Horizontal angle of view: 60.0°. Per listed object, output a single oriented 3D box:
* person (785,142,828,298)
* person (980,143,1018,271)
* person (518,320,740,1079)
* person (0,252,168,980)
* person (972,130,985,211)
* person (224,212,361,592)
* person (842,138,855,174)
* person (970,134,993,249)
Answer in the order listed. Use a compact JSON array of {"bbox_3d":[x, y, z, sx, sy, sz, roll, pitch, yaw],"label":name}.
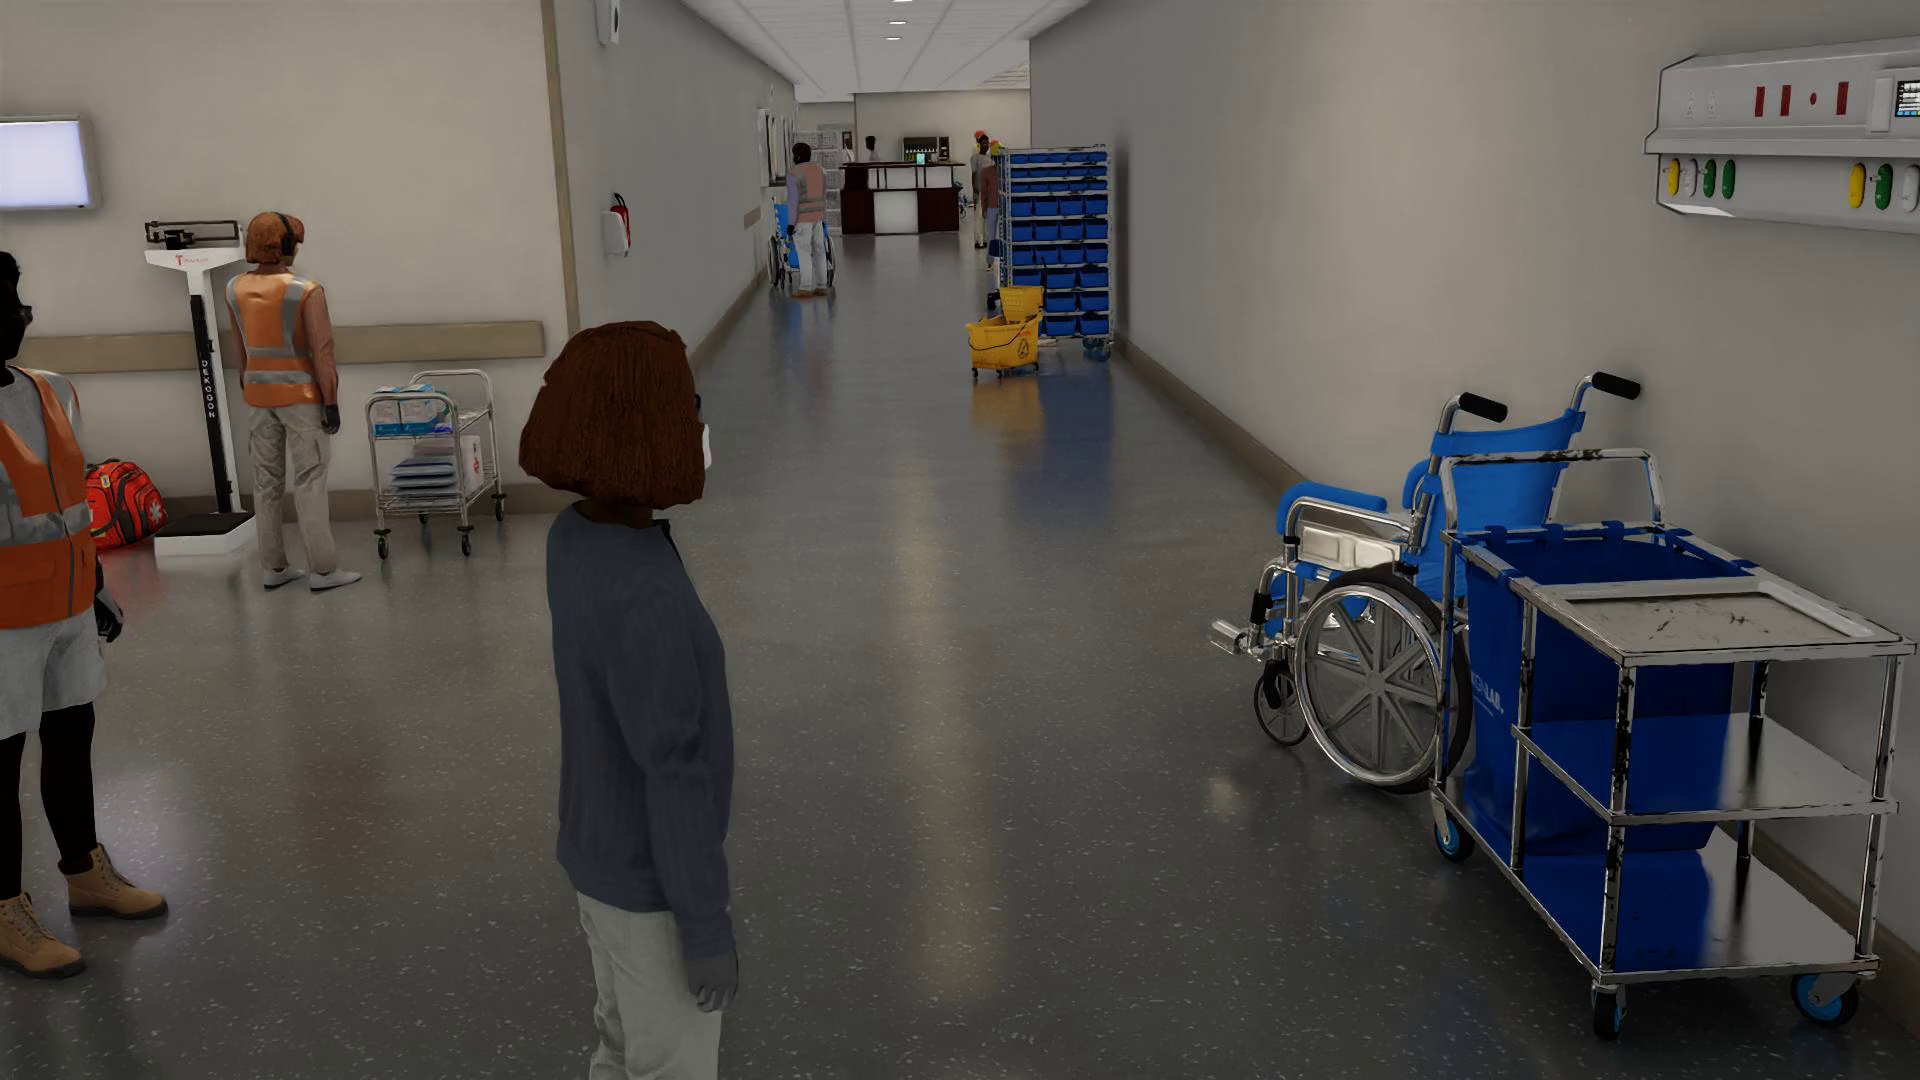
[{"bbox_3d":[-1.855,-3.833,19.975,0.430,1.843,0.625,10,18,39],"label":"person"},{"bbox_3d":[0.544,-4.595,23.004,0.522,1.758,0.349,0,14,7],"label":"person"},{"bbox_3d":[-0.441,0.497,2.444,0.285,1.633,0.497,-8,15,-24],"label":"person"},{"bbox_3d":[-2.190,0.164,3.889,0.318,1.697,0.535,1,14,12],"label":"person"},{"bbox_3d":[0.503,-9.238,41.584,0.392,1.995,0.612,3,15,19],"label":"person"},{"bbox_3d":[-2.893,-0.584,7.180,0.511,1.635,0.311,3,14,17],"label":"person"},{"bbox_3d":[-3.222,-10.754,48.493,0.354,1.883,0.576,4,15,20],"label":"person"},{"bbox_3d":[0.404,-5.804,27.748,0.329,1.872,0.507,11,19,43],"label":"person"}]
